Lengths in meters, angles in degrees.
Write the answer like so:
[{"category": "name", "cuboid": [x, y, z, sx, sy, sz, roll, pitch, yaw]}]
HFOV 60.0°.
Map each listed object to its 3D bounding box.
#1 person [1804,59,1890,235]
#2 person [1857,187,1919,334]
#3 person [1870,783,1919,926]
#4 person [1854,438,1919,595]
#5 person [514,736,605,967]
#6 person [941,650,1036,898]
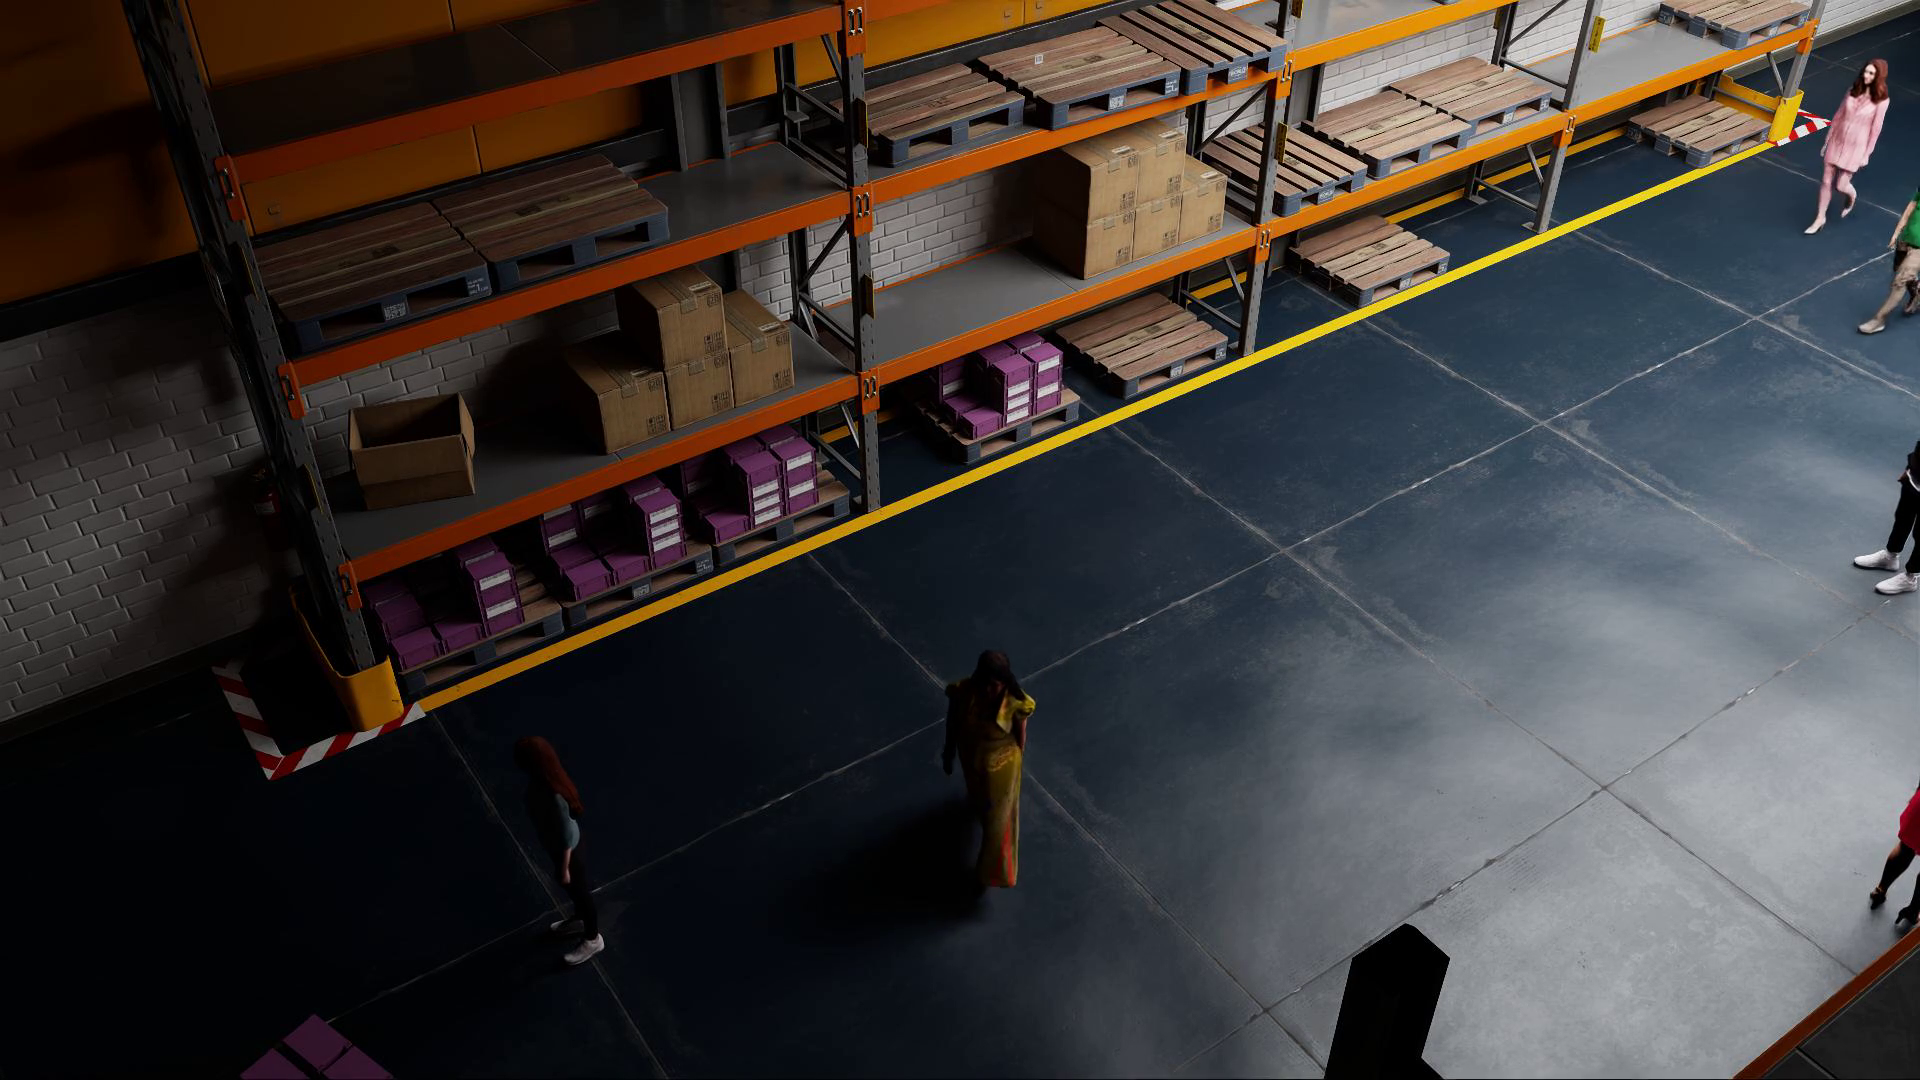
[{"category": "person", "cuboid": [8.725, -3.845, 16.254, 0.813, 1.791, 0.612, -22, 44, -25]}, {"category": "person", "cuboid": [8.623, -2.648, 14.887, 1.118, 1.625, 0.739, -15, 41, -18]}, {"category": "person", "cuboid": [5.645, 1.559, 9.536, 0.533, 1.729, 0.566, -25, 45, -28]}, {"category": "person", "cuboid": [6.979, -0.413, 11.935, 0.758, 1.817, 0.758, -2, 39, -3]}, {"category": "person", "cuboid": [-2.231, 1.715, 9.329, 0.599, 1.743, 0.620, -15, 41, -18]}, {"category": "person", "cuboid": [0.177, 1.240, 10.030, 1.186, 1.611, 1.342, 12, 40, 15]}]
